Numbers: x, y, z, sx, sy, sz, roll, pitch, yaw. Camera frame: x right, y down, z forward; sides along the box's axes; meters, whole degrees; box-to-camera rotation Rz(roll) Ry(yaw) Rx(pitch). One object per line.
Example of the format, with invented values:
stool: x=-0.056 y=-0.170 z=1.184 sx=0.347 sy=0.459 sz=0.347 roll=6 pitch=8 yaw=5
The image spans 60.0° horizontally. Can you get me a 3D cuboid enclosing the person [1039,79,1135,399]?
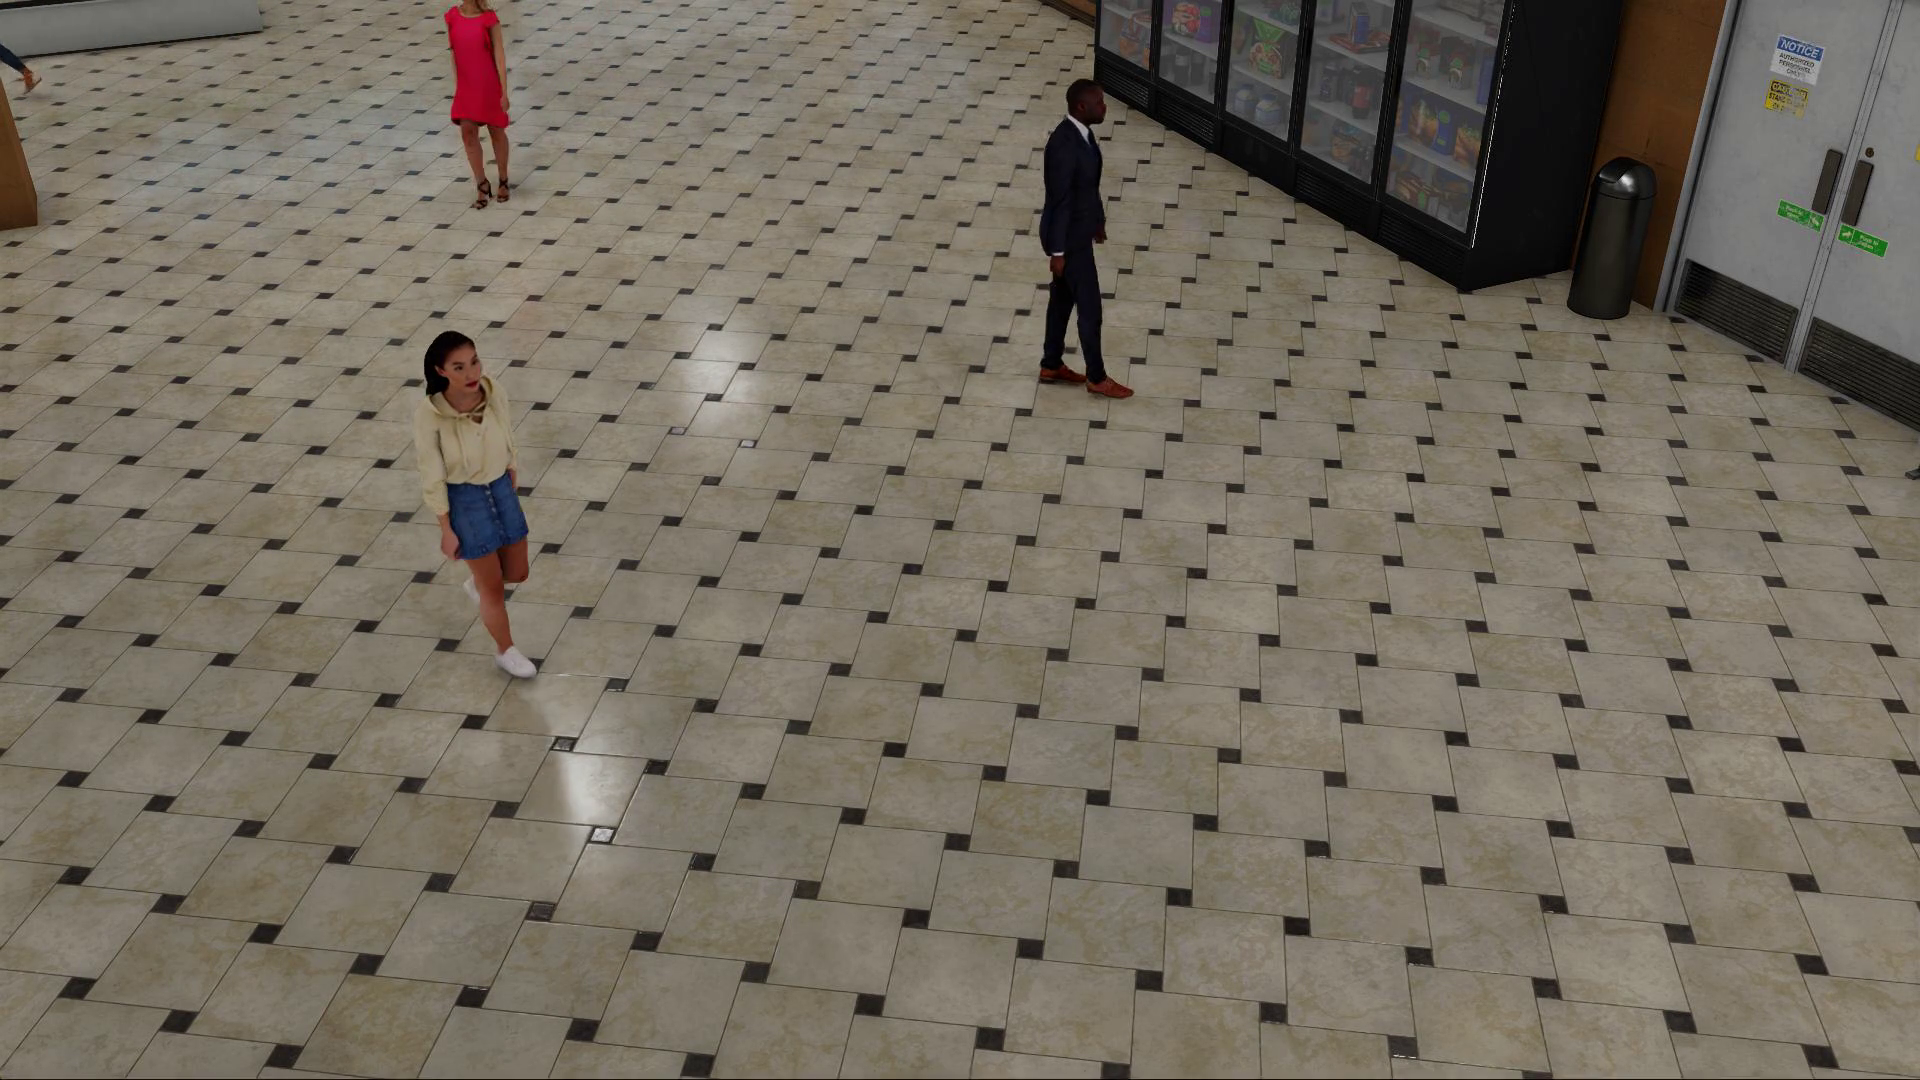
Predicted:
person: x=0.561 y=-1.706 z=9.420 sx=1.033 sy=1.813 sz=0.965 roll=7 pitch=33 yaw=12

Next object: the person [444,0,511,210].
person: x=-3.437 y=-3.298 z=12.073 sx=0.732 sy=1.712 sz=0.800 roll=3 pitch=32 yaw=5

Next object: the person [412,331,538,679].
person: x=-2.094 y=-0.155 z=7.109 sx=0.862 sy=1.620 sz=0.841 roll=26 pitch=40 yaw=35
